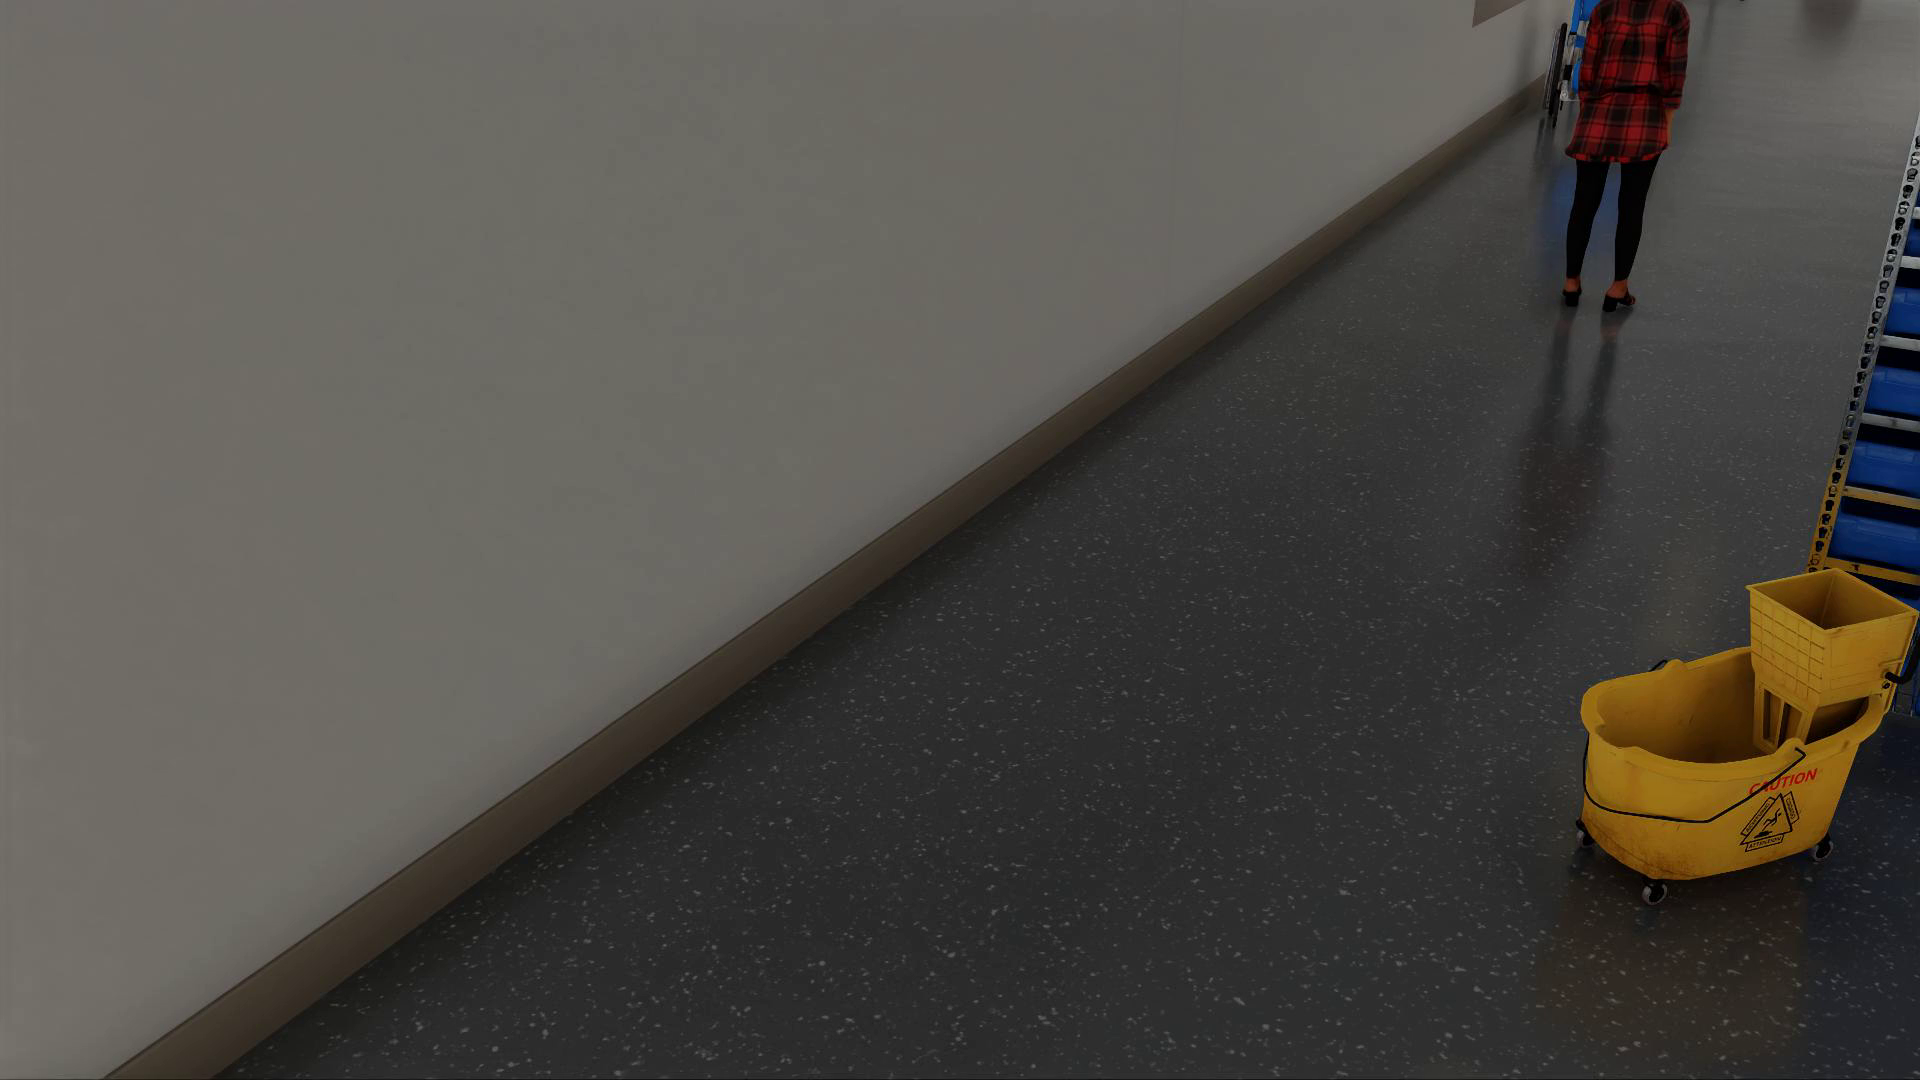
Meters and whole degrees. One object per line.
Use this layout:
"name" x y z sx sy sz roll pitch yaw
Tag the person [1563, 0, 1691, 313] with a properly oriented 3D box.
"person" 3.051 -1.914 7.674 0.503 1.700 0.684 16 30 30
